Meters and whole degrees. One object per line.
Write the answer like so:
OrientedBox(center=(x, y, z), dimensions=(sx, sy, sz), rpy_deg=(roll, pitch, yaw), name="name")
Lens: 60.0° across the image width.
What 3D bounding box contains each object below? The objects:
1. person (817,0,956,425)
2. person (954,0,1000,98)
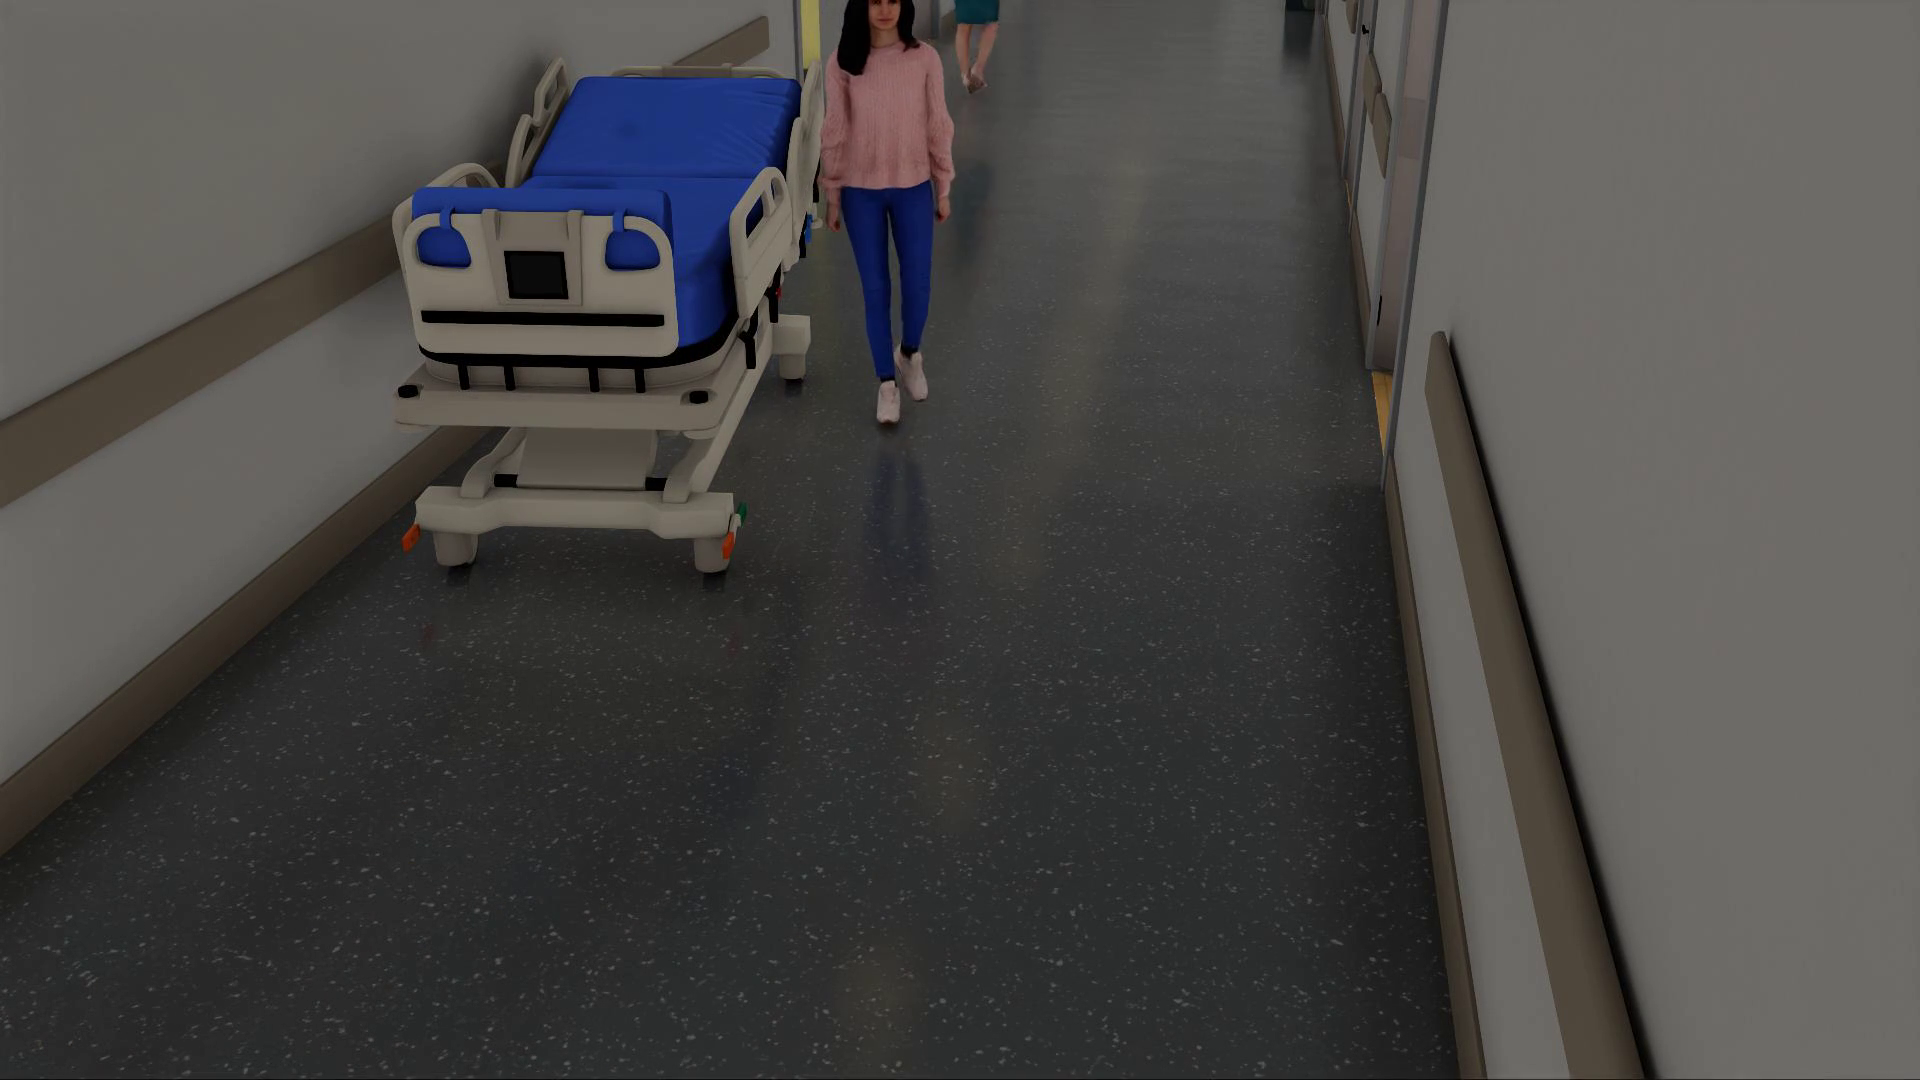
OrientedBox(center=(-0.292, -1.332, 6.447), dimensions=(0.664, 1.751, 0.793), rpy_deg=(-1, 26, -3), name="person")
OrientedBox(center=(0.058, -4.152, 12.382), dimensions=(0.593, 1.677, 0.704), rpy_deg=(13, 29, 25), name="person")
